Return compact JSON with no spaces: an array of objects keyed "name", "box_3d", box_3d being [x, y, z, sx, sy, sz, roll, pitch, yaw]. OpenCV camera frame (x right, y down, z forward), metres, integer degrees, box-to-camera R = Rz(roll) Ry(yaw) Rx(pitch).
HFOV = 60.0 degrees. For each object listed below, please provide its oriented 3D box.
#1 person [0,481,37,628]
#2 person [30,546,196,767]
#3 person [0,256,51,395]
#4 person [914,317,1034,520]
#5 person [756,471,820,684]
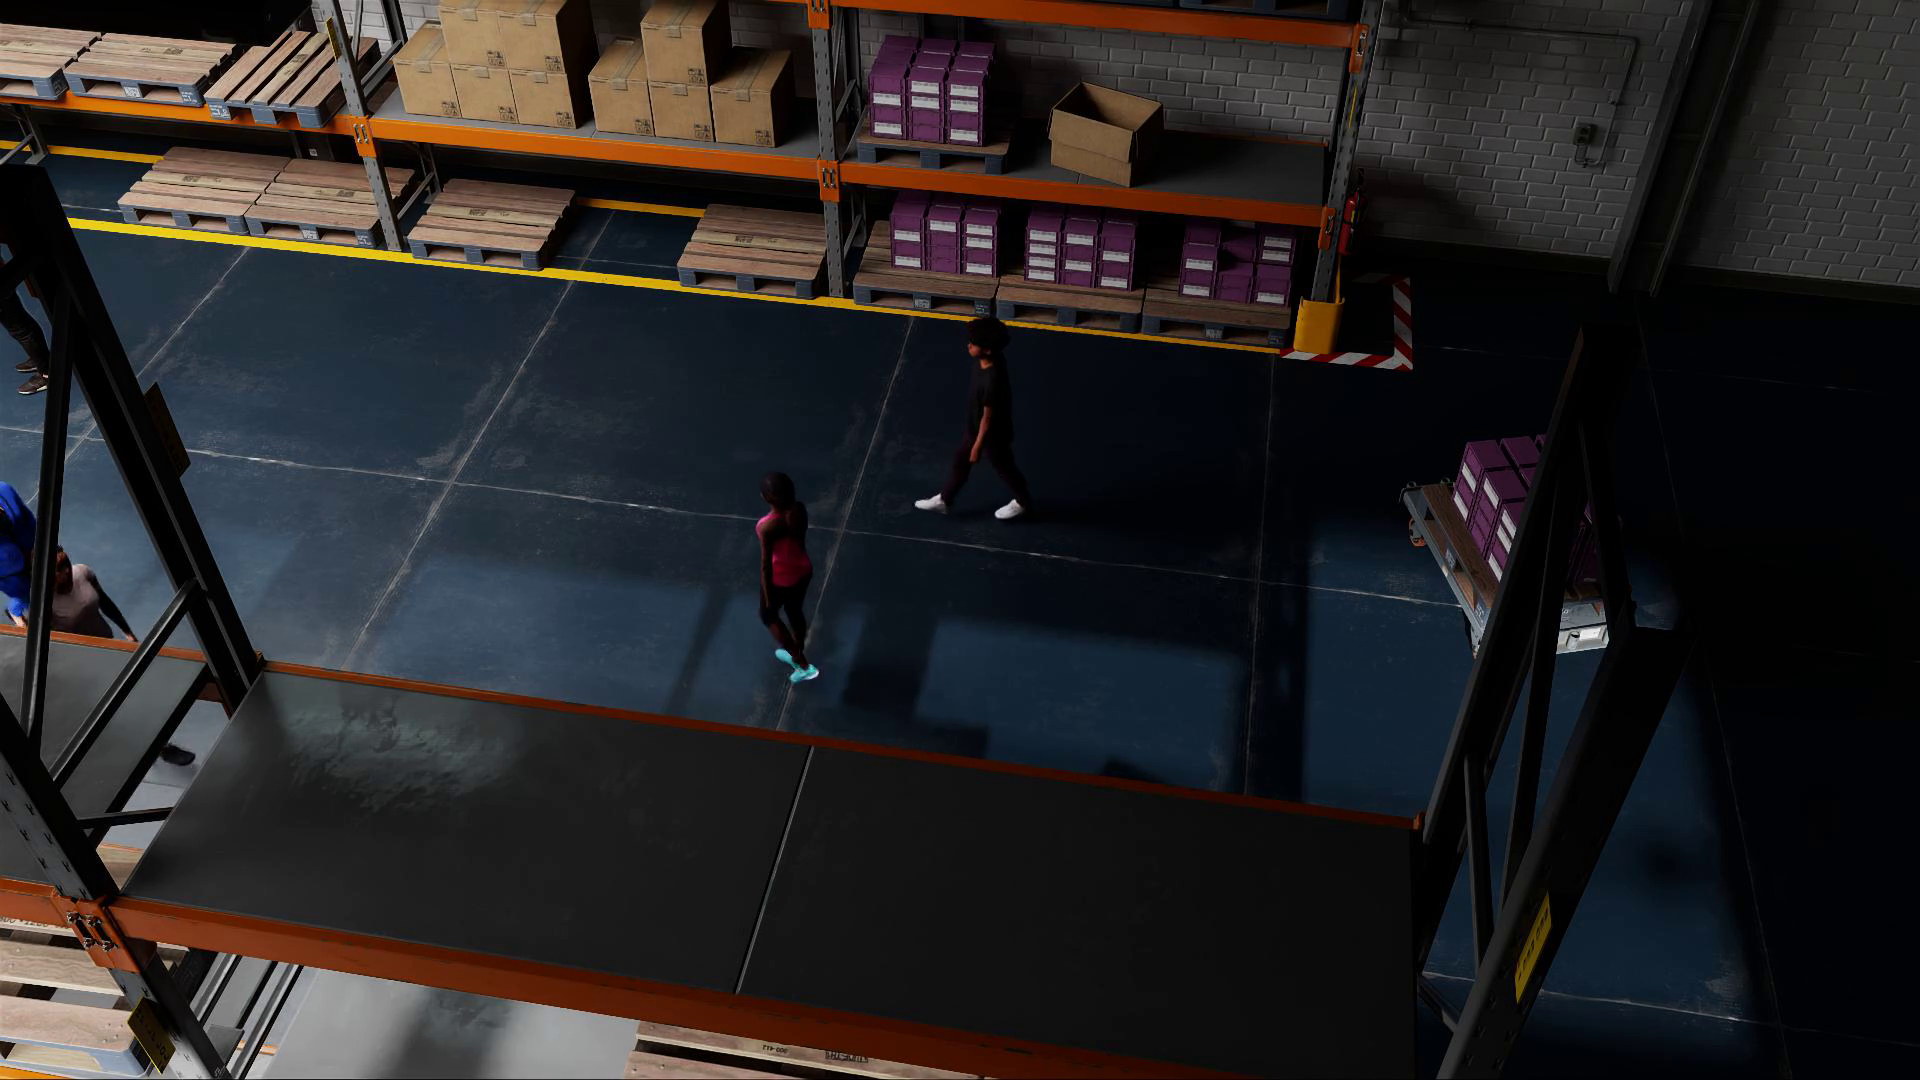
[{"name":"person","box_3d":[-6.105,0.137,10.653,1.183,1.664,0.824,16,46,17]},{"name":"person","box_3d":[-5.330,0.661,10.081,1.191,1.693,0.741,14,45,14]},{"name":"person","box_3d":[-7.378,-1.961,12.719,0.759,1.851,0.753,-16,46,-16]},{"name":"person","box_3d":[0.282,-0.796,11.578,1.171,1.737,0.901,-8,44,-8]},{"name":"person","box_3d":[-1.020,0.278,10.468,0.808,1.715,0.724,31,52,28]}]
